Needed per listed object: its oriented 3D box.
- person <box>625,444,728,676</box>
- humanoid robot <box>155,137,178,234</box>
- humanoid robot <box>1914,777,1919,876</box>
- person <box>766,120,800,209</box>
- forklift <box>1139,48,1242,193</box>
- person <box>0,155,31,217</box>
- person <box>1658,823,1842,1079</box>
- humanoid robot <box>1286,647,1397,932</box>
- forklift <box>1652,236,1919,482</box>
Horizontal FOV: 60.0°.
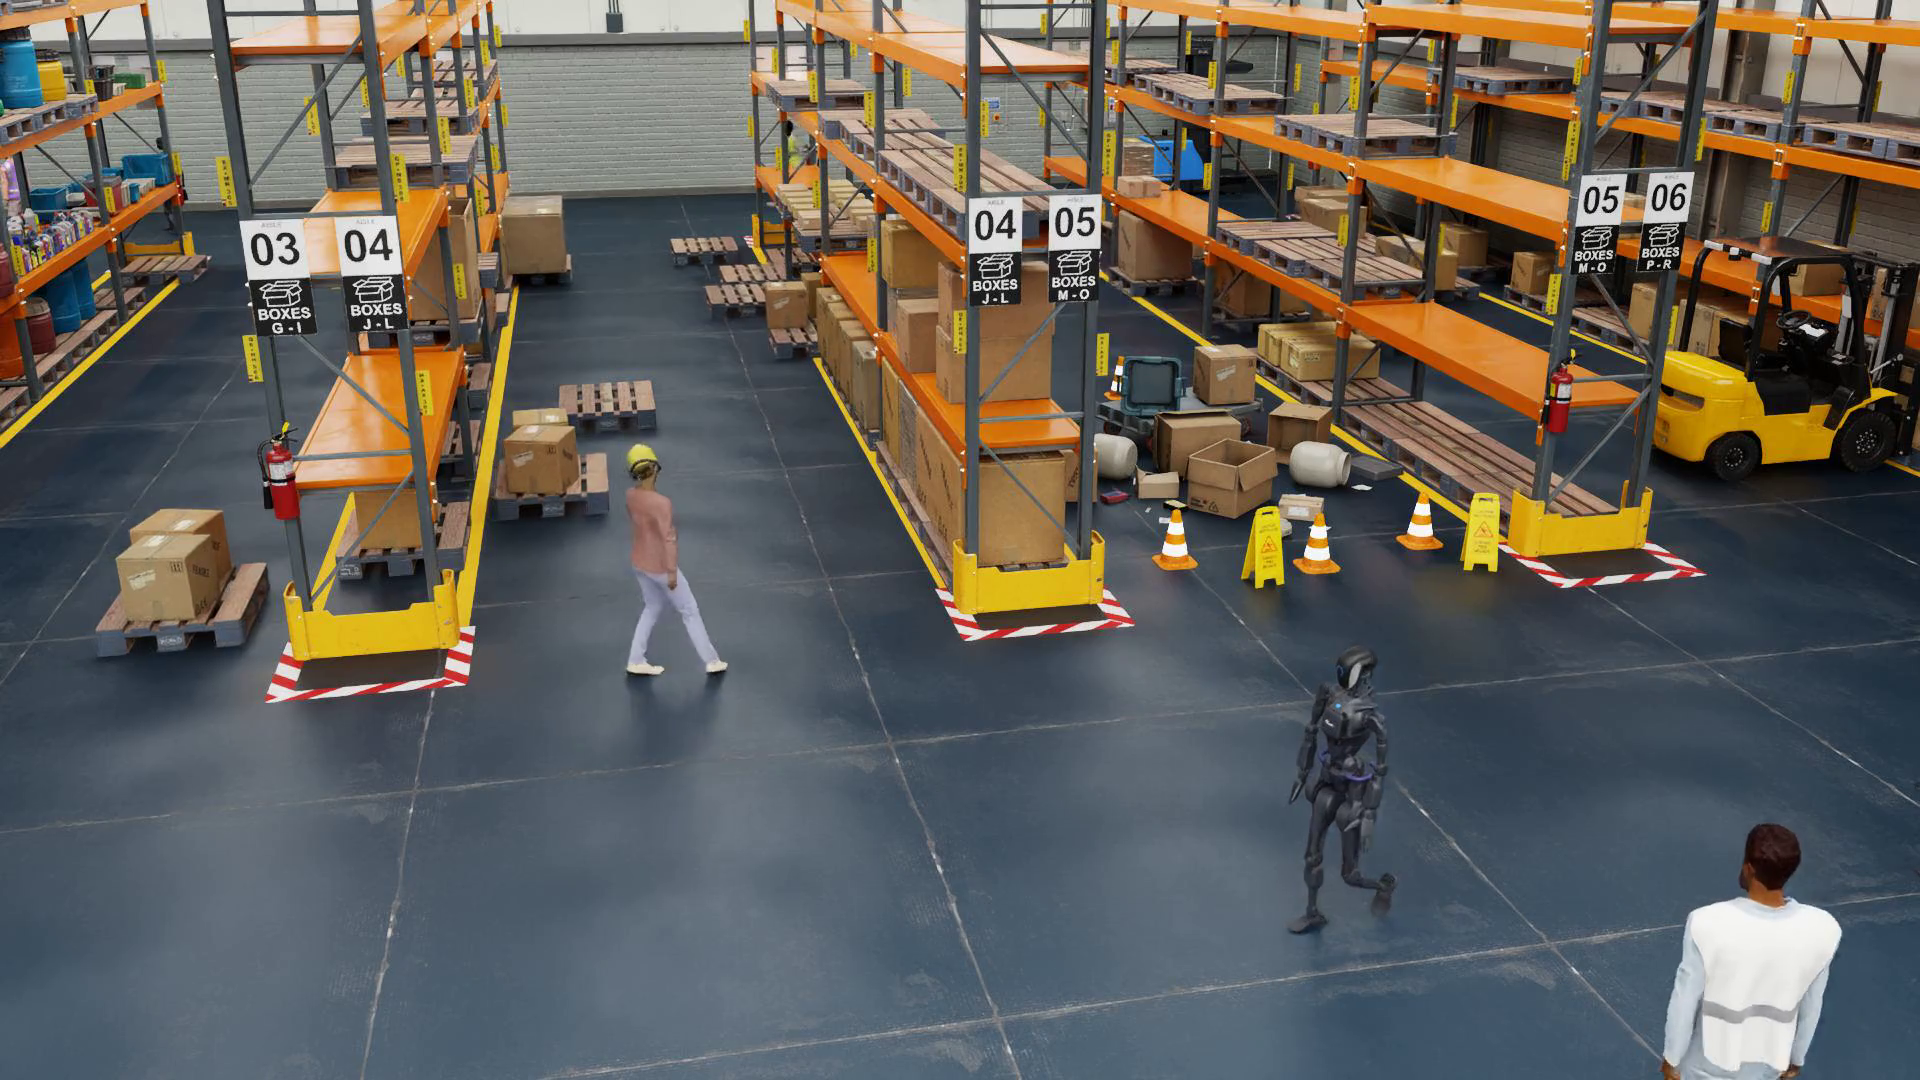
[{"bbox_3d":[-2.052,0.168,11.676,0.618,1.709,0.591,-19,27,-41],"label":"person"},{"bbox_3d":[-13.721,-6.077,28.566,0.541,1.651,0.609,3,21,8],"label":"humanoid robot"},{"bbox_3d":[5.519,1.236,8.901,0.588,1.636,0.655,-4,21,-10],"label":"humanoid robot"},{"bbox_3d":[-3.247,-6.944,30.881,0.833,1.654,0.548,-2,20,-6],"label":"person"},{"bbox_3d":[4.566,-8.313,32.860,1.873,2.768,1.129,-4,21,-12],"label":"forklift"},{"bbox_3d":[-15.369,-5.563,27.149,0.351,1.688,0.489,11,23,26],"label":"person"},{"bbox_3d":[3.045,1.995,6.482,0.585,1.908,0.553,0,20,1],"label":"person"},{"bbox_3d":[2.050,1.292,8.714,0.582,1.638,0.601,-12,23,-29],"label":"humanoid robot"},{"bbox_3d":[8.013,-1.814,16.330,2.313,2.155,1.214,-4,21,-12],"label":"forklift"}]
